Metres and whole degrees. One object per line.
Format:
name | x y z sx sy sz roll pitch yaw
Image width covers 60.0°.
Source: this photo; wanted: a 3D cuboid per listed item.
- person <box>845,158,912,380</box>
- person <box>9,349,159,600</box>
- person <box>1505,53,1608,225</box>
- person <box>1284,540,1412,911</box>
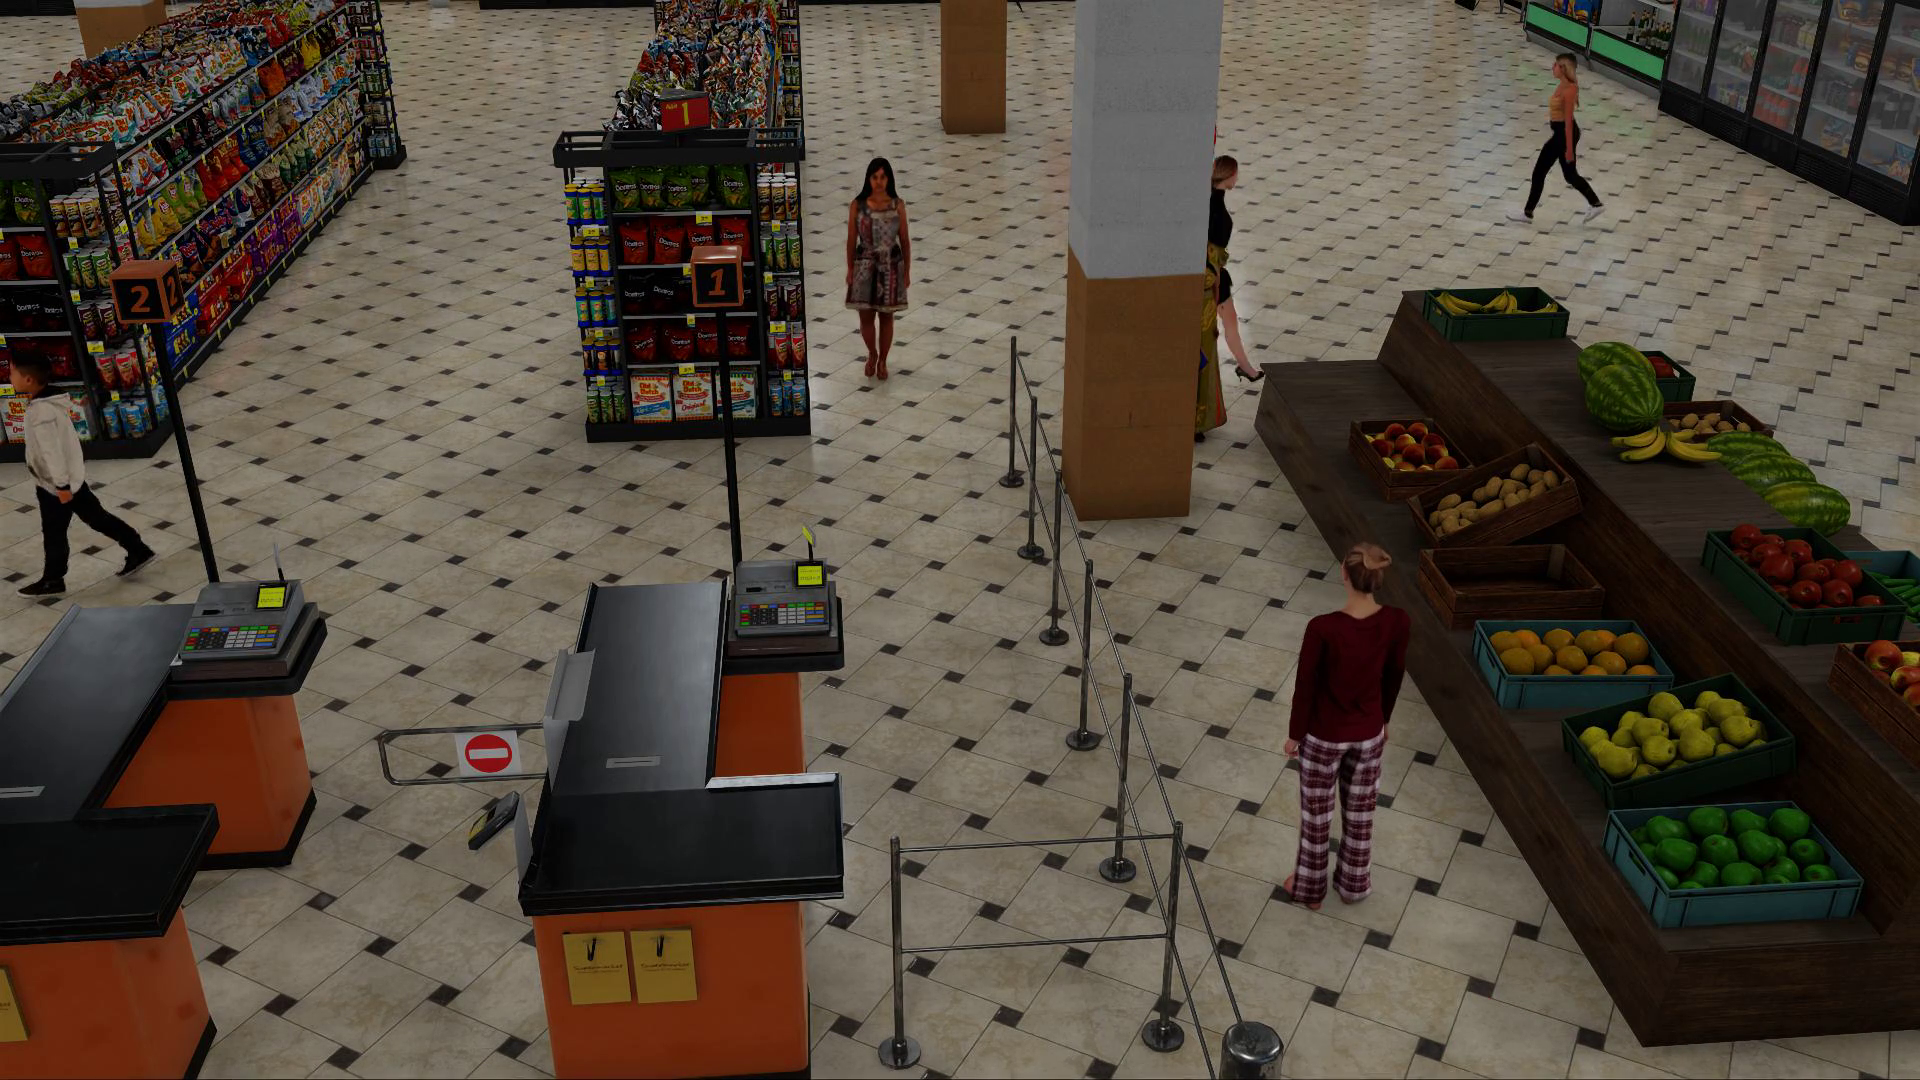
person | -0.595 -1.997 12.162 0.631 1.638 0.648 -2 27 -4
person | -4.887 -0.370 9.179 0.838 1.435 0.974 -10 29 -19
person | 5.744 -3.711 15.598 0.958 1.587 1.160 5 27 9
person | 1.542 0.750 6.680 0.641 1.698 0.546 -6 28 -12
